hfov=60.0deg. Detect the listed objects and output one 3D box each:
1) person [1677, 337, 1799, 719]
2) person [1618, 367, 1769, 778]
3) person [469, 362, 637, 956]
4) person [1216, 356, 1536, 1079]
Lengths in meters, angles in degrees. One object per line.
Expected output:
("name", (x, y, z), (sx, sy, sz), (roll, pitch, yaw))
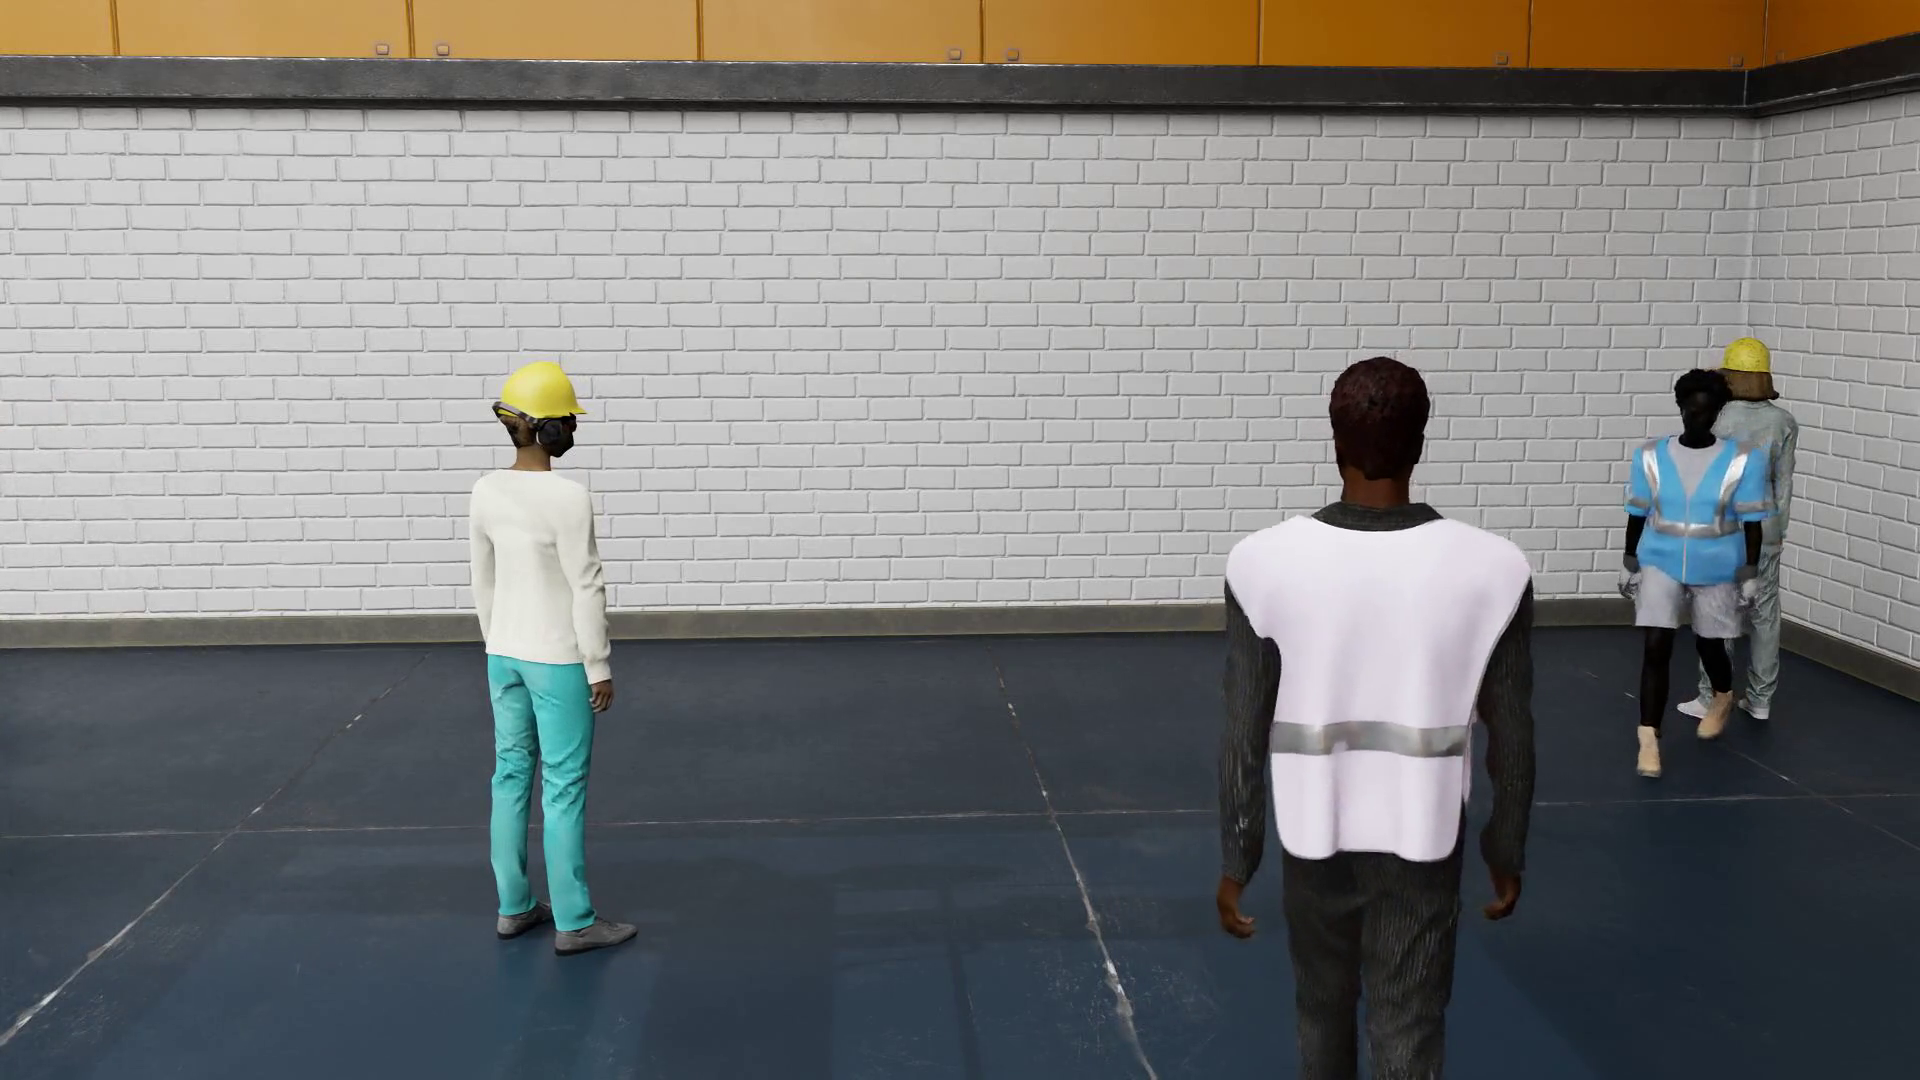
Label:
("person", (3.523, -0.042, 7.554), (0.483, 1.745, 0.300), (-1, 9, -8))
("person", (3.046, 0.102, 6.903), (0.547, 1.663, 0.822), (6, 11, 31))
("person", (-1.237, 0.354, 4.990), (0.524, 1.769, 0.316), (6, 11, 35))
("person", (0.824, 0.574, 3.308), (0.604, 1.872, 0.988), (2, 9, 13))
